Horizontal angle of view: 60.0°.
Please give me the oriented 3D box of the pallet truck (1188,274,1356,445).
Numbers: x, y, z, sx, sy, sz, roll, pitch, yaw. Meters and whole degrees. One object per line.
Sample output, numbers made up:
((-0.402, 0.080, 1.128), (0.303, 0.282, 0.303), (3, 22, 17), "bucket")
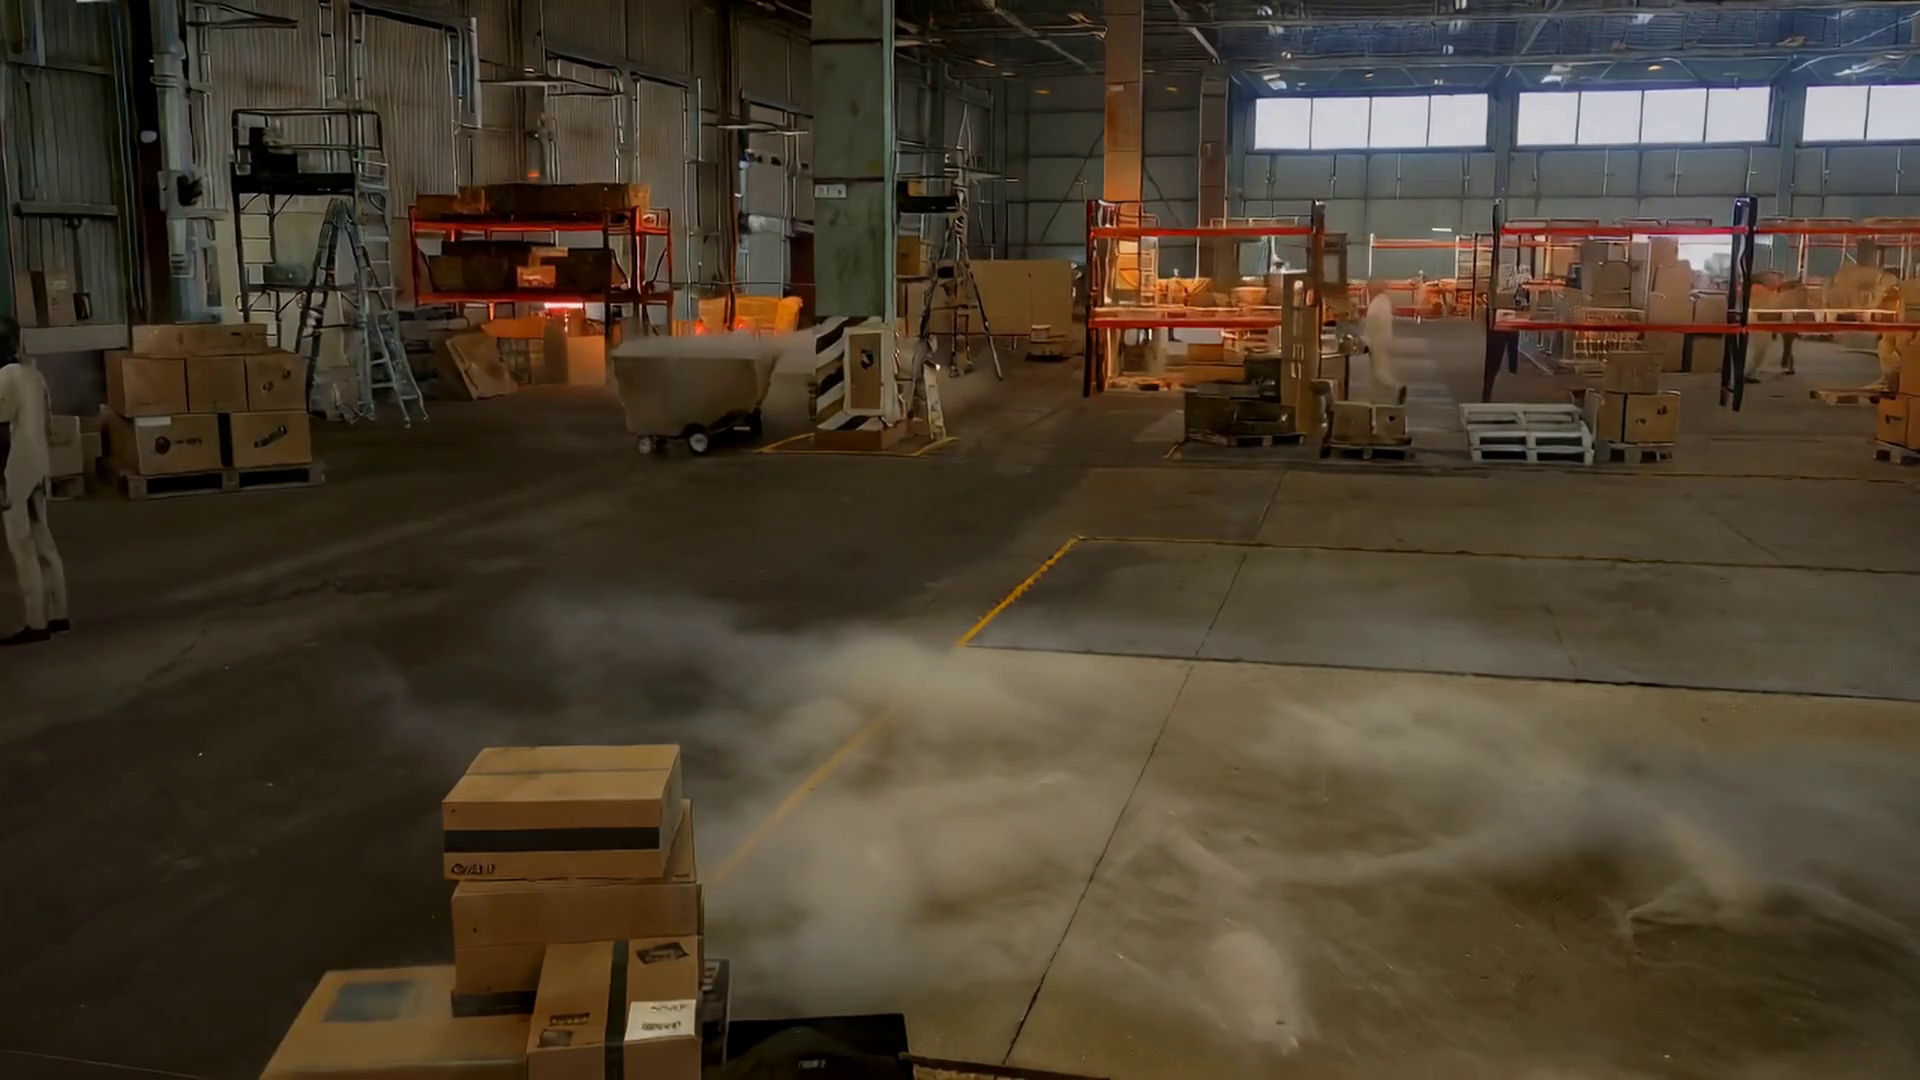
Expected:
((3.653, -2.138, 19.590), (1.885, 1.965, 0.823), (-4, 10, -20), "pallet truck")

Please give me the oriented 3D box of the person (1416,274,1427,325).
((14.911, -7.796, 53.876), (0.356, 1.665, 0.686), (-1, 10, -9), "person")

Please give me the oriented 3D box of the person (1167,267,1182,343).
((5.503, -6.033, 42.698), (0.355, 1.939, 0.543), (-1, 10, -8), "person")

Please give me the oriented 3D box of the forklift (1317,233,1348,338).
((9.748, -6.755, 44.179), (1.129, 2.768, 1.873), (2, 10, 10), "forklift")

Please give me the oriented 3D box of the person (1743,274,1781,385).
((13.649, -3.581, 28.381), (0.564, 1.892, 0.651), (8, 12, 39), "person")

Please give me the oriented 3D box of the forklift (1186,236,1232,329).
((7.919, -7.851, 50.628), (1.873, 2.768, 1.129), (-2, 10, -13), "forklift")

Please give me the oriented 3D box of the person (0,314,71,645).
((-5.303, -0.335, 9.364), (0.313, 1.864, 0.530), (0, 10, 0), "person")

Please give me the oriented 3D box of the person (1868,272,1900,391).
((15.124, -3.396, 27.176), (0.357, 1.937, 0.635), (6, 11, 30), "person")

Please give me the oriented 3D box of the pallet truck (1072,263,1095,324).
((4.325, -8.180, 55.162), (0.823, 1.965, 1.885), (6, 11, 31), "pallet truck")

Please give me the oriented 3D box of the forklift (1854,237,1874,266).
((29.733, -8.572, 54.873), (1.873, 2.768, 1.129), (2, 10, 14), "forklift")

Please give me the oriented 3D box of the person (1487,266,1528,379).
((9.776, -3.899, 29.829), (0.536, 2.000, 0.678), (-8, 12, -39), "person")

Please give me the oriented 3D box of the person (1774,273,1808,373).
((15.799, -4.129, 31.647), (0.591, 1.890, 0.961), (1, 10, 5), "person")

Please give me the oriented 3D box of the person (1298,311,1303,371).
((6.666, -4.096, 31.894), (0.322, 1.736, 0.487), (6, 11, 32), "person")

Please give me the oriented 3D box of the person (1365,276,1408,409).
((6.026, -2.796, 23.705), (0.634, 1.914, 0.624), (3, 10, 17), "person")
